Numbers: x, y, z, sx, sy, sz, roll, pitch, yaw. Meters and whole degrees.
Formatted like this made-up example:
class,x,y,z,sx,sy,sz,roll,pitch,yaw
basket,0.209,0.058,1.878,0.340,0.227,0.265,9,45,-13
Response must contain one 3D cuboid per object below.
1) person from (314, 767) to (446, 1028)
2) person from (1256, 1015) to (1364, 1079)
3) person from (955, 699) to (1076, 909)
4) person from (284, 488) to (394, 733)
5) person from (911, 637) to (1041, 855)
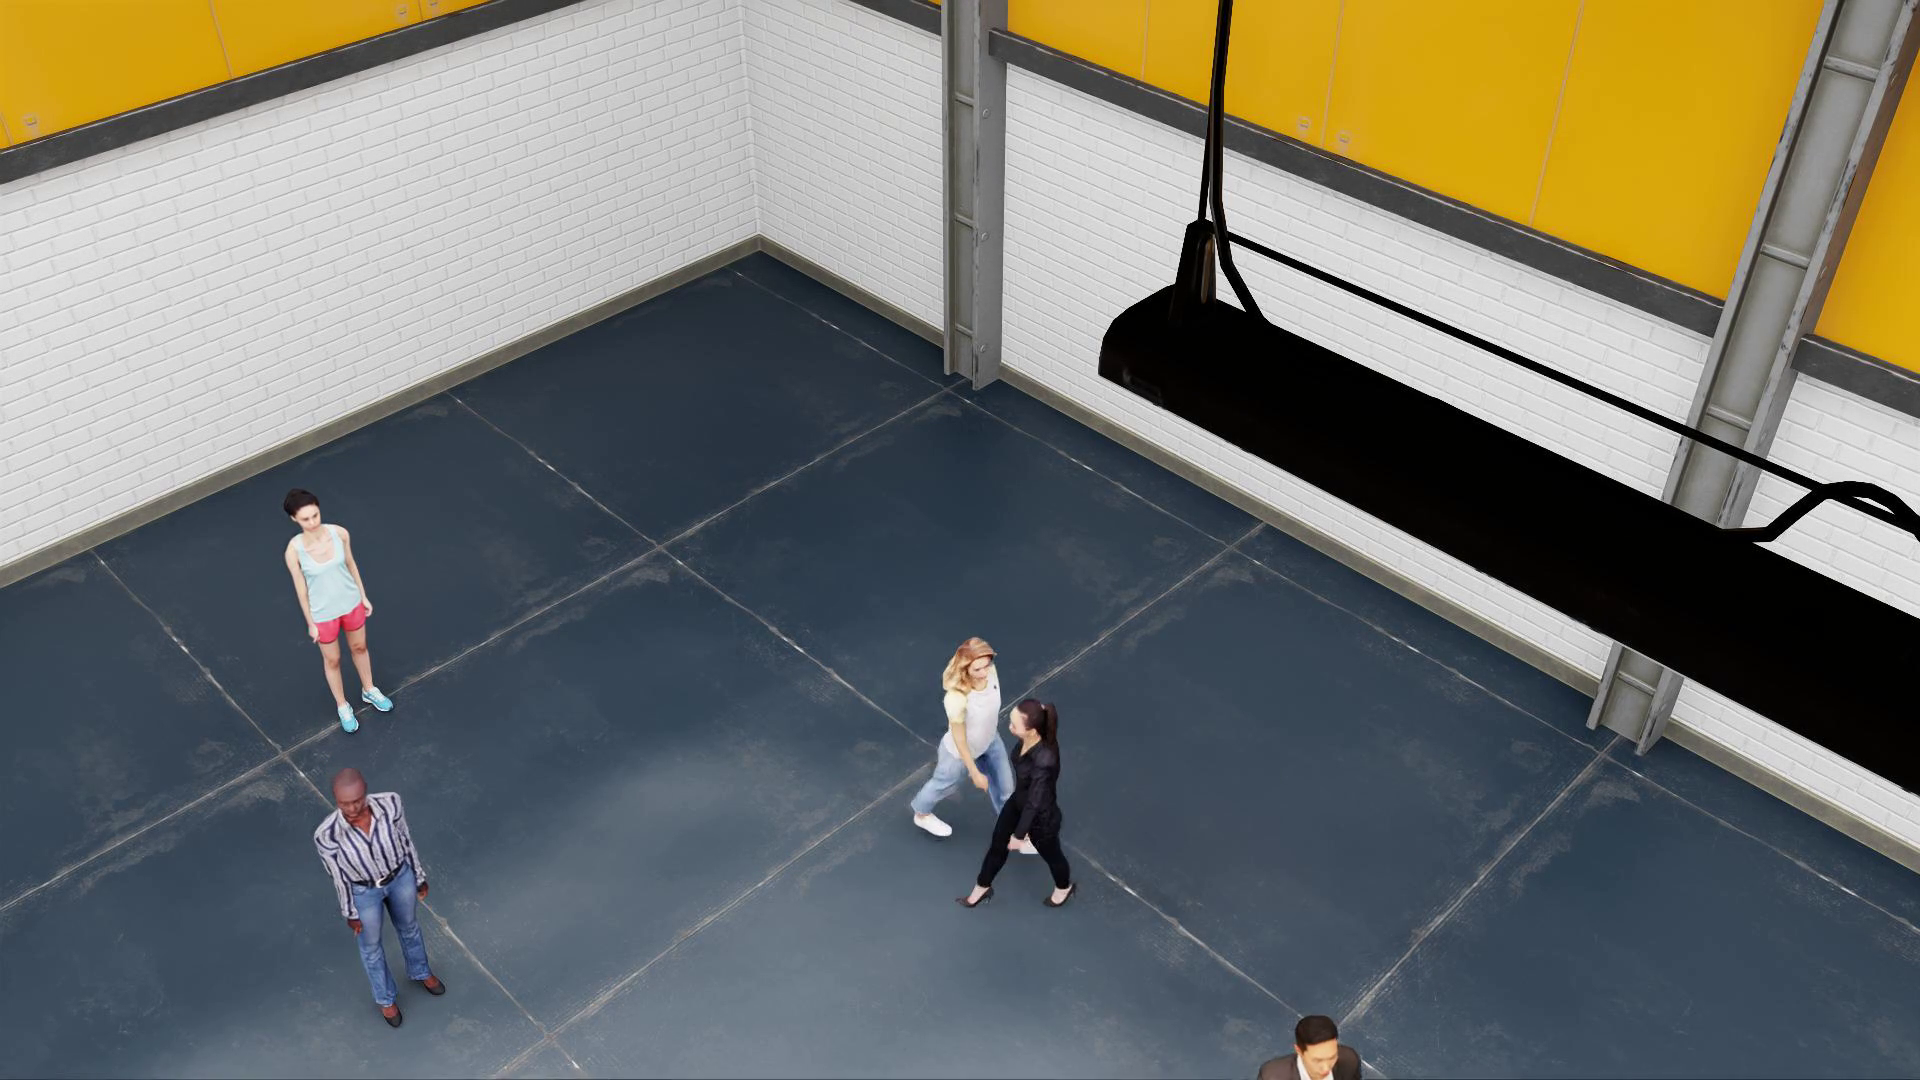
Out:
class,x,y,z,sx,sy,sz,roll,pitch,yaw
person,-3.036,1.828,8.689,0.610,1.794,0.527,-30,48,-32
person,1.507,2.687,7.639,0.970,1.761,1.218,-14,41,-17
person,0.494,1.502,9.190,0.955,1.678,0.971,-9,40,-11
person,-3.933,0.431,10.461,0.570,1.764,0.560,-30,48,-32
person,-0.036,1.191,9.596,1.202,1.658,0.826,19,42,22
